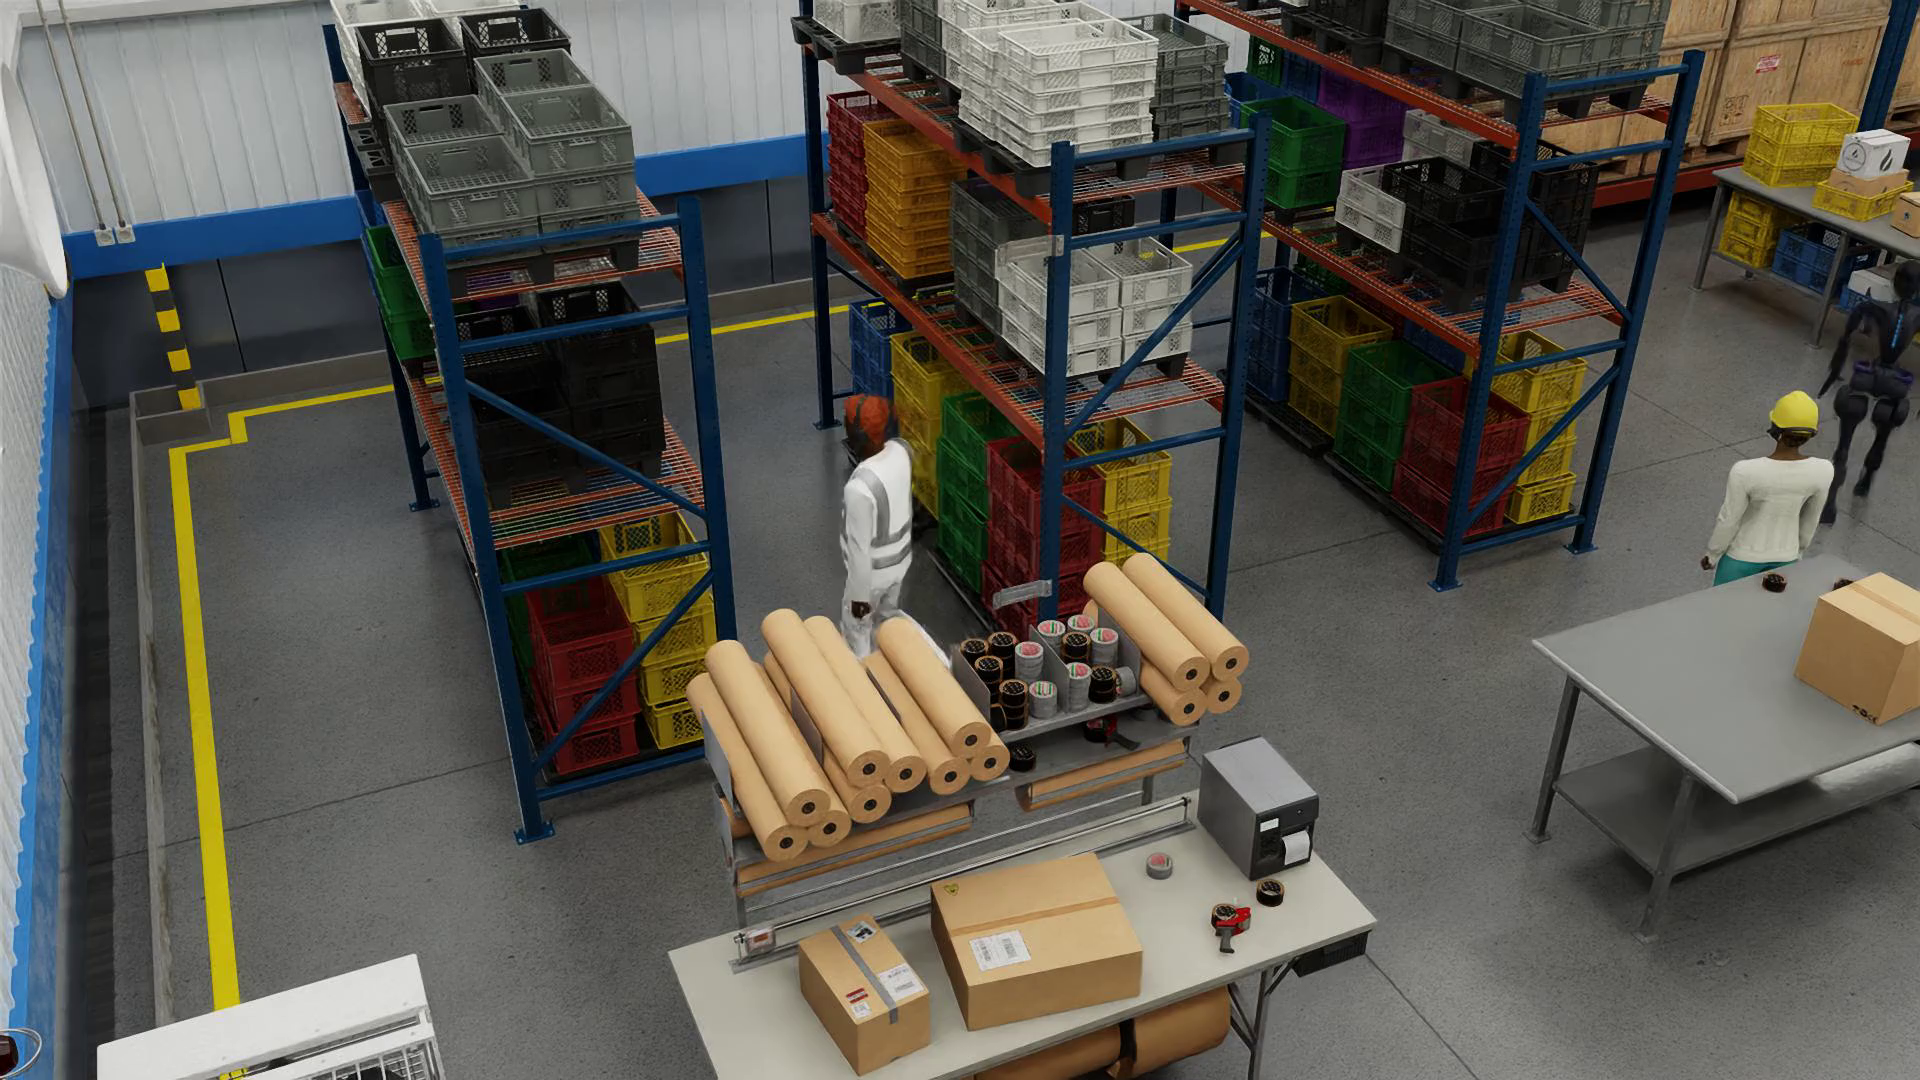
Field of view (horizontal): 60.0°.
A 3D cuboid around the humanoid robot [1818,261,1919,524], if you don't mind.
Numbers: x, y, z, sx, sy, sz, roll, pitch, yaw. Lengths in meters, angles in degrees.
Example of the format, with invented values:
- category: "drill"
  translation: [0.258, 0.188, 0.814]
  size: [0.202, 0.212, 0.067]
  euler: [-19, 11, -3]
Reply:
- category: "humanoid robot"
  translation: [5.620, -0.916, 10.149]
  size: [0.626, 1.626, 0.749]
  euler: [17, 35, 25]

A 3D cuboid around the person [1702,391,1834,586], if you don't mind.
- category: "person"
  translation: [4.044, 0.059, 8.446]
  size: [0.521, 1.768, 0.310]
  euler: [-1, 32, -2]

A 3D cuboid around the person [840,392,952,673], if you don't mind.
- category: "person"
  translation: [-0.359, 0.129, 8.245]
  size: [0.725, 1.865, 0.580]
  euler: [13, 34, 20]
